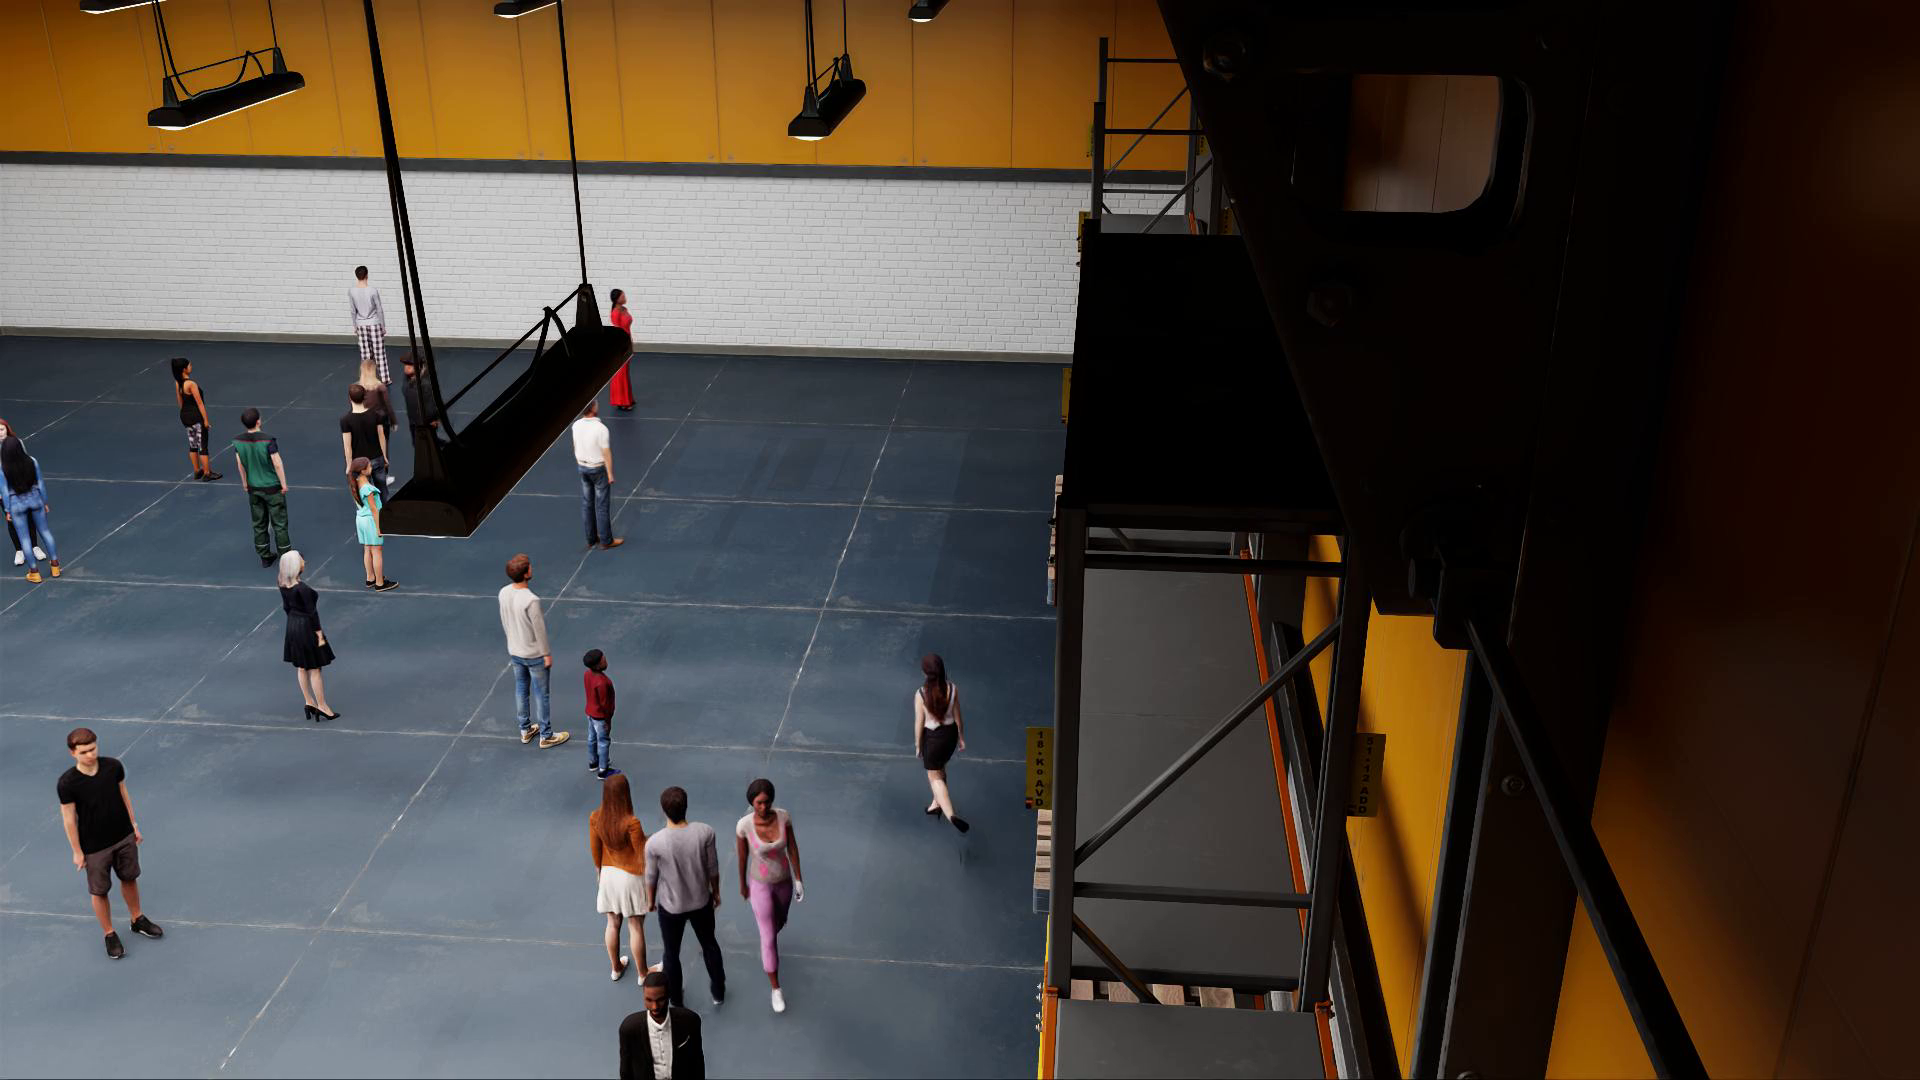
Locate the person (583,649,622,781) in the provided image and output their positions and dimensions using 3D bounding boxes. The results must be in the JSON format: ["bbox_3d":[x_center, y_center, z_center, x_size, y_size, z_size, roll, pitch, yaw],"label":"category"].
[{"bbox_3d":[-3.244,1.545,14.908,0.636,1.253,0.573,-17,29,-34],"label":"person"}]

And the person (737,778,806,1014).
[{"bbox_3d":[-1.395,2.489,12.174,0.906,1.712,1.120,-11,26,-23],"label":"person"}]

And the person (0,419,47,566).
[{"bbox_3d":[-10.886,-0.576,19.146,0.674,1.743,0.722,-16,28,-32],"label":"person"}]

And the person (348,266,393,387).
[{"bbox_3d":[-8.908,-3.223,25.072,0.653,1.847,0.566,-1,24,-2],"label":"person"}]

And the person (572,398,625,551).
[{"bbox_3d":[-4.311,-0.801,19.522,0.741,1.855,0.729,14,27,28],"label":"person"}]

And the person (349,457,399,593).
[{"bbox_3d":[-6.569,-0.194,18.505,0.637,1.558,0.680,20,31,38],"label":"person"}]

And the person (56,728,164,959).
[{"bbox_3d":[-6.460,2.236,12.565,0.824,1.862,0.713,17,29,33],"label":"person"}]

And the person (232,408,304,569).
[{"bbox_3d":[-7.952,-0.605,19.016,0.672,1.901,0.563,3,24,7],"label":"person"}]

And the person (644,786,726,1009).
[{"bbox_3d":[-1.973,2.582,11.804,0.773,1.838,0.764,-7,24,-15],"label":"person"}]

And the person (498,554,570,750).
[{"bbox_3d":[-3.969,1.019,15.295,0.753,1.905,0.742,14,27,29],"label":"person"}]

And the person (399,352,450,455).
[{"bbox_3d":[-6.904,-1.611,21.505,0.857,1.750,1.142,10,26,22],"label":"person"}]

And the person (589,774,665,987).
[{"bbox_3d":[-2.471,2.485,12.170,0.679,1.723,0.655,8,25,19],"label":"person"}]

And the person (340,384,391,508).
[{"bbox_3d":[-7.036,-0.932,19.769,0.751,1.896,0.796,-17,29,-33],"label":"person"}]

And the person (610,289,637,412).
[{"bbox_3d":[-4.913,-2.769,24.113,0.698,1.784,0.557,3,24,8],"label":"person"}]

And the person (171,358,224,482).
[{"bbox_3d":[-9.929,-1.579,21.545,0.649,1.660,0.644,13,27,28],"label":"person"}]

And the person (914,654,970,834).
[{"bbox_3d":[-0.141,1.762,13.955,0.928,1.619,1.068,-11,26,-23],"label":"person"}]

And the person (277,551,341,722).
[{"bbox_3d":[-6.196,0.902,15.762,0.691,1.747,0.712,15,28,30],"label":"person"}]

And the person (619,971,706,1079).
[{"bbox_3d":[-1.786,3.370,10.048,0.722,1.800,0.675,-5,24,-12],"label":"person"}]

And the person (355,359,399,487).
[{"bbox_3d":[-7.492,-1.459,21.226,0.653,1.695,0.637,5,24,11],"label":"person"}]

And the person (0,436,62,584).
[{"bbox_3d":[-10.479,-0.358,18.686,0.735,1.712,0.656,22,32,40],"label":"person"}]
